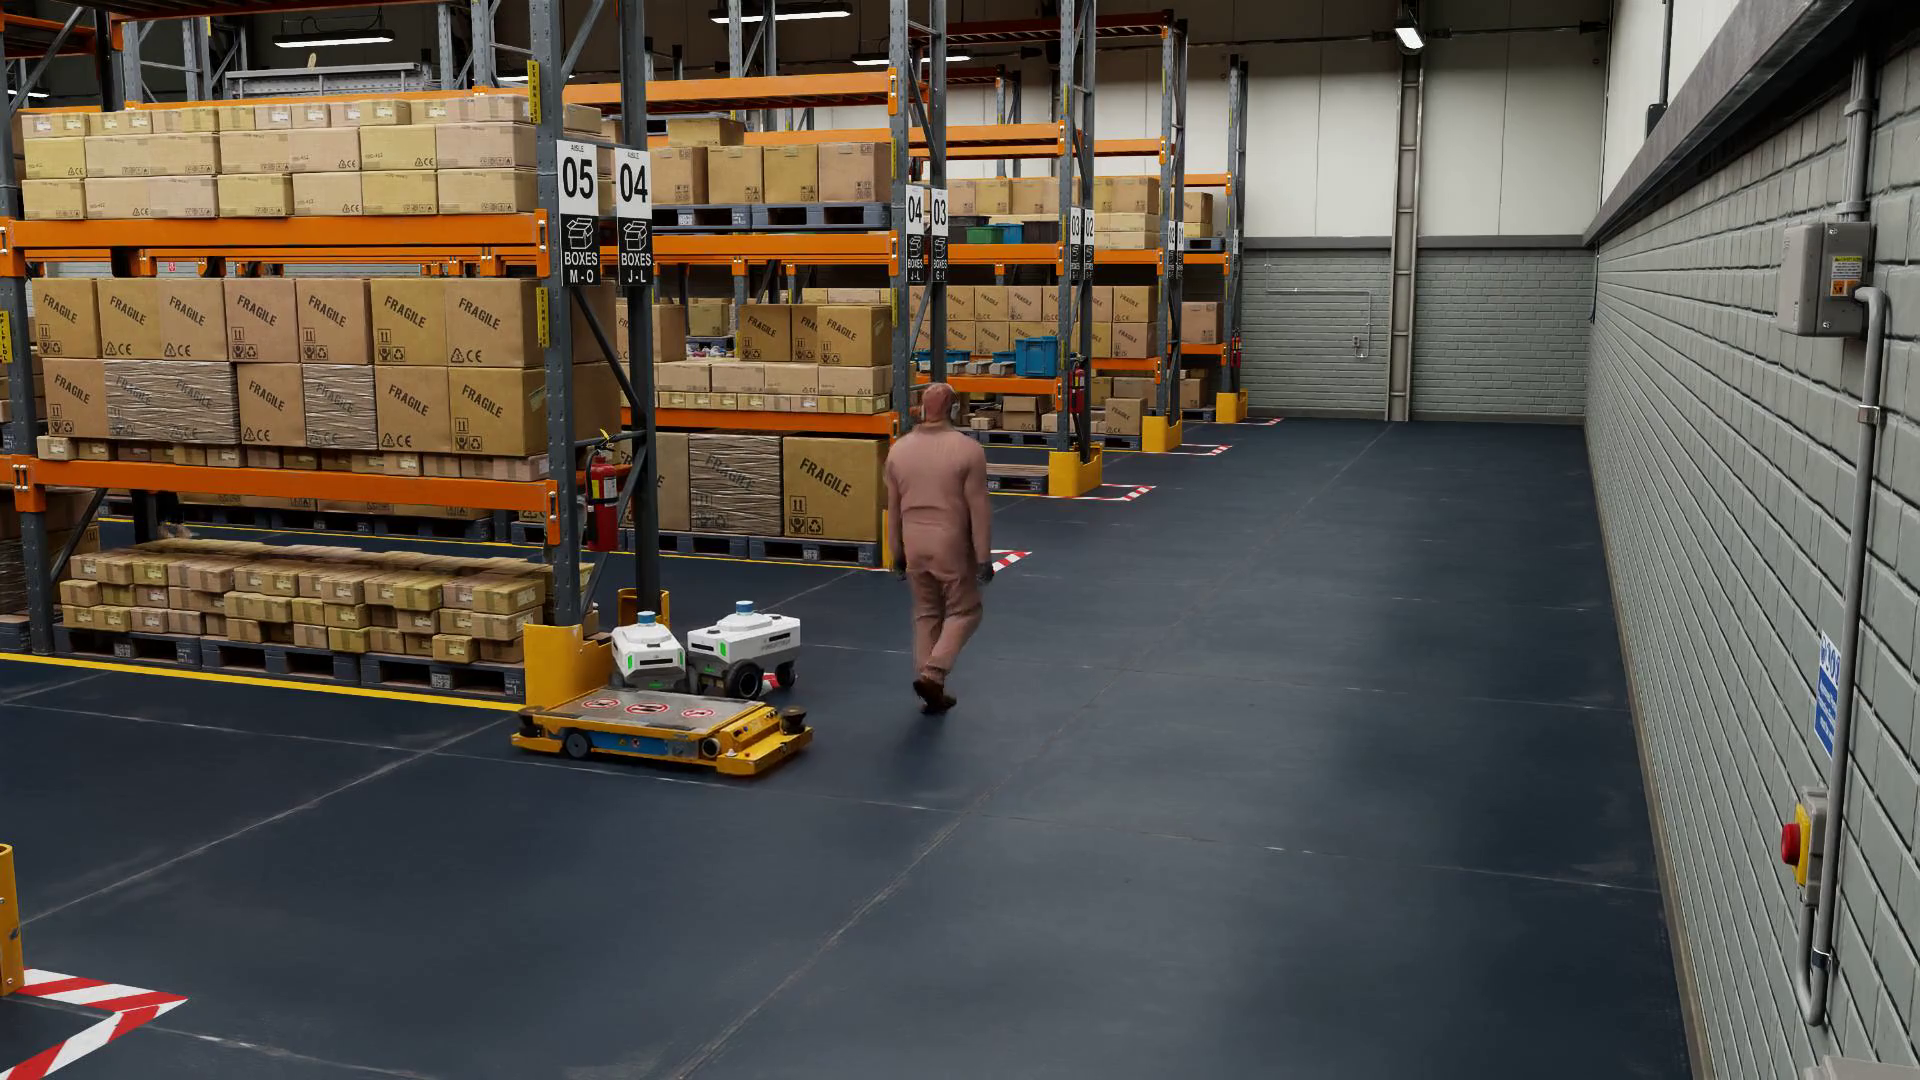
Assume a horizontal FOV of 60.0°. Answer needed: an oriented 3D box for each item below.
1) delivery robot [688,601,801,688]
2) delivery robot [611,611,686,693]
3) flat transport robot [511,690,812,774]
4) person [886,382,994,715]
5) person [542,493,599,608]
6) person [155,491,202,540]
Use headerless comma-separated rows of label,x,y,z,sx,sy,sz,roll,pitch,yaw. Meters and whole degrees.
delivery robot,-1.275,0.604,9.881,0.477,0.478,0.707,7,11,37
delivery robot,-1.799,0.654,9.570,0.477,0.478,0.707,-3,10,-18
flat transport robot,-1.560,0.979,8.715,1.431,0.197,0.652,3,10,20
person,-0.122,0.064,9.364,0.692,1.893,0.504,6,11,31
person,-2.897,-0.324,12.272,0.294,1.744,0.487,5,10,26
person,-7.263,-0.791,15.395,0.808,1.658,0.556,4,10,22
